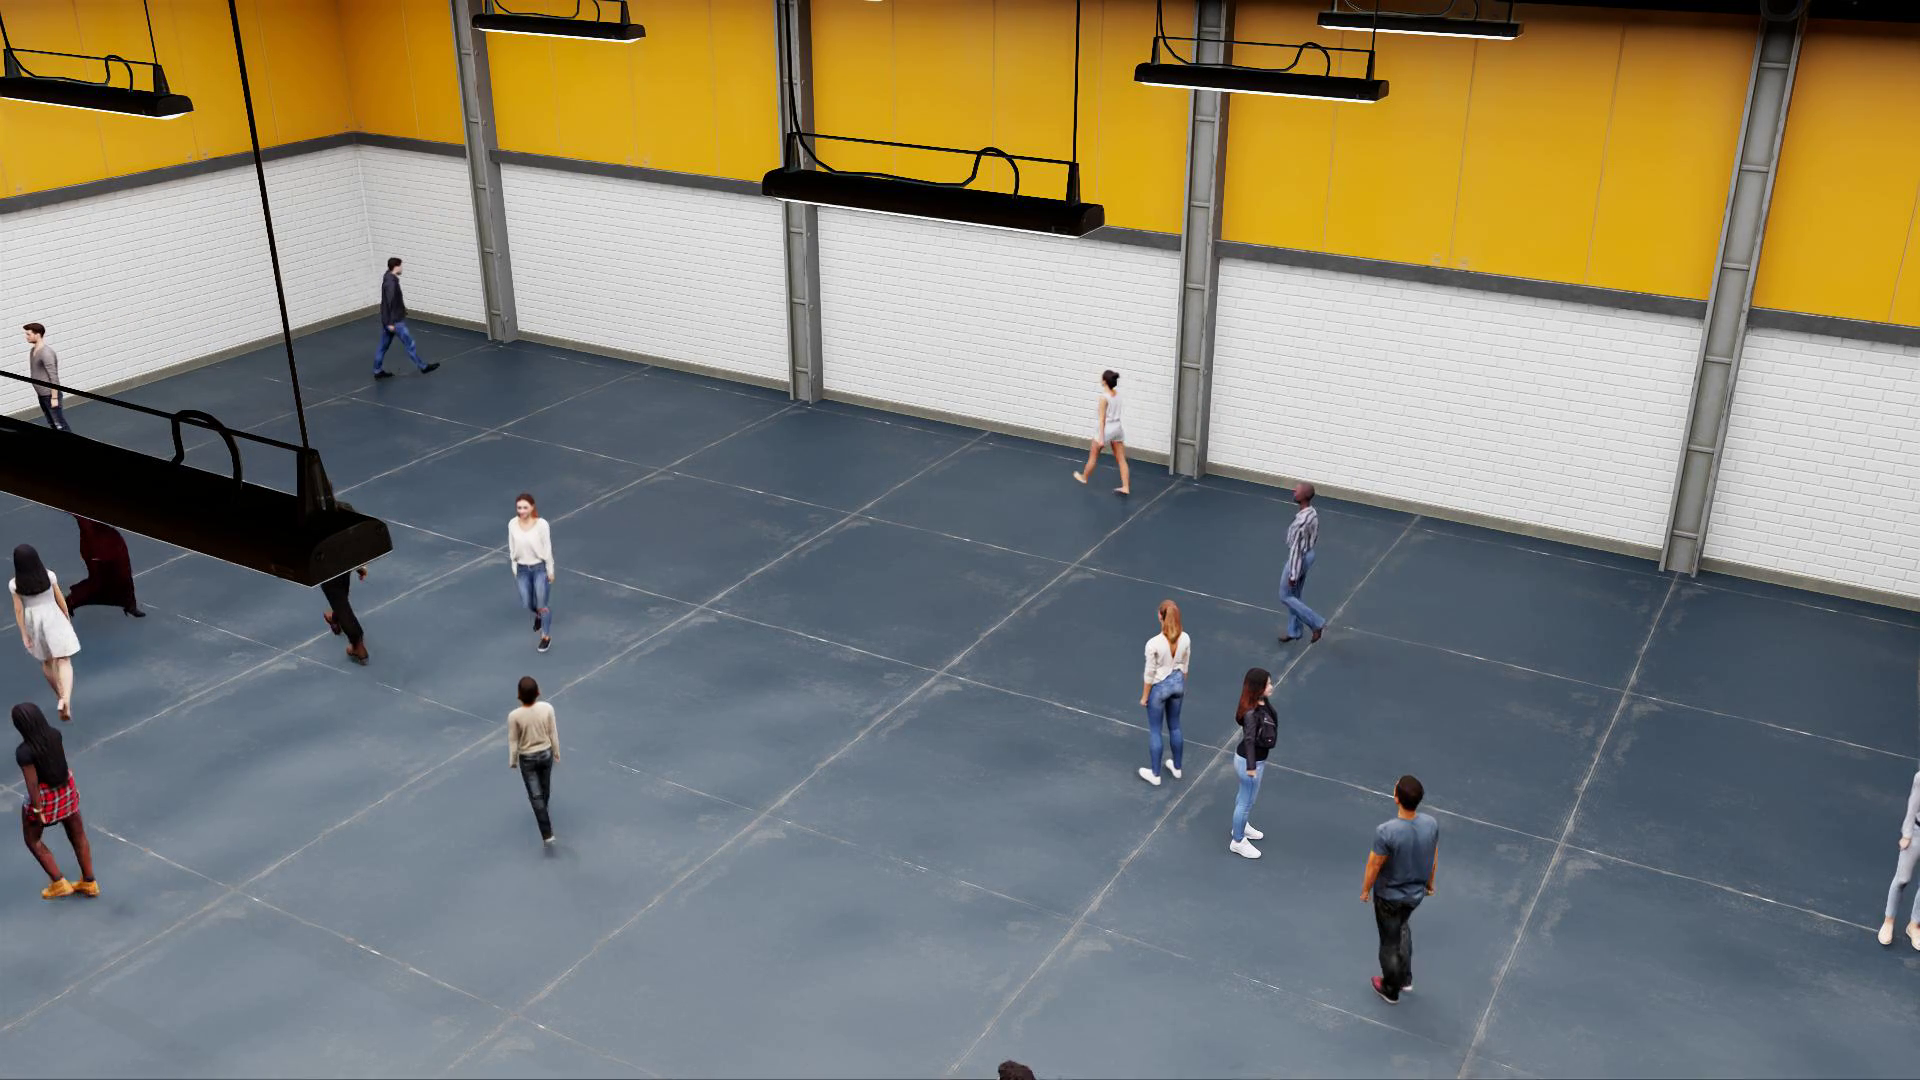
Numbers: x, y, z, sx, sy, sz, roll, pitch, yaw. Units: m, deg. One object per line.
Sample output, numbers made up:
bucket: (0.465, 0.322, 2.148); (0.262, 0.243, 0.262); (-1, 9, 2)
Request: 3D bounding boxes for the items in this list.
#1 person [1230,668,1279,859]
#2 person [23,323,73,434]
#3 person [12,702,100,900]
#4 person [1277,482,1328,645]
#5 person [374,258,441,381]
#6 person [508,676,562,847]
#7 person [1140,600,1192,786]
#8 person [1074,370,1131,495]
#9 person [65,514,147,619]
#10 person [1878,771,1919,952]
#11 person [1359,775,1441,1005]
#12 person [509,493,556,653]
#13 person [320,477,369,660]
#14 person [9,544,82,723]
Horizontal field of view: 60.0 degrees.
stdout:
person: (2.372, 1.773, 13.498); (0.647, 1.634, 0.703); (6, 24, 14)
person: (-11.796, -1.898, 21.560); (0.601, 1.903, 0.789); (20, 31, 38)
person: (-6.912, 2.032, 12.810); (0.701, 1.709, 0.671); (7, 25, 16)
person: (3.496, 0.285, 16.716); (0.765, 1.782, 0.690); (9, 25, 21)
person: (-8.515, -3.228, 24.710); (1.194, 1.816, 1.243); (-12, 26, -26)
person: (-3.461, 1.819, 13.629); (0.857, 1.444, 1.059); (-14, 27, -29)
person: (1.786, 1.314, 14.441); (0.688, 1.719, 0.698); (-12, 26, -25)
person: (1.914, -1.300, 20.616); (1.105, 1.562, 0.768); (22, 32, 40)
person: (-8.994, 0.088, 17.225); (1.118, 1.735, 0.992); (-2, 24, -5)
person: (7.179, 2.210, 12.296); (0.492, 1.795, 0.681); (8, 25, 19)
person: (3.126, 2.496, 11.632); (0.799, 1.803, 0.846); (-8, 25, -17)
person: (-4.286, 0.290, 16.833); (0.794, 1.679, 0.842); (2, 24, 4)
person: (-6.196, 0.309, 16.576); (1.341, 1.850, 0.873); (20, 30, 38)
person: (-8.414, 0.897, 15.362); (1.000, 1.746, 1.164); (-11, 26, -24)
